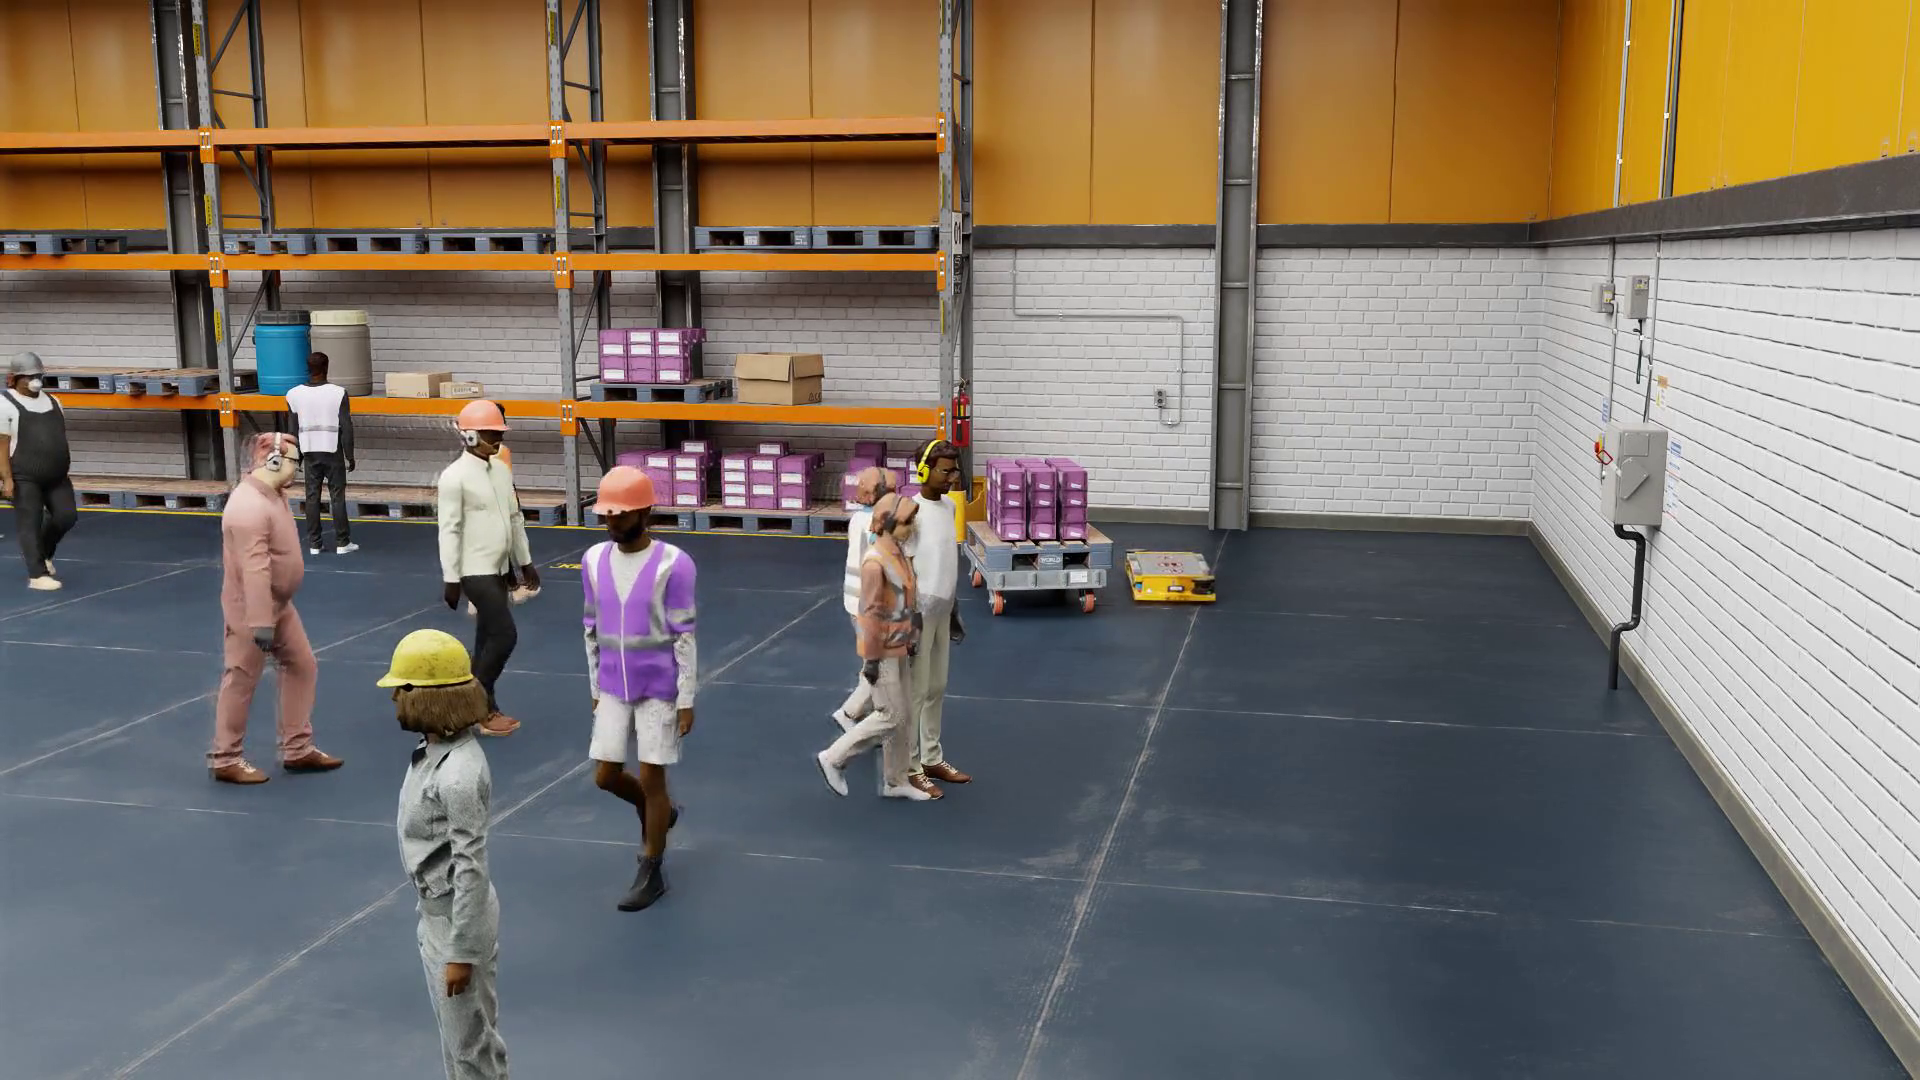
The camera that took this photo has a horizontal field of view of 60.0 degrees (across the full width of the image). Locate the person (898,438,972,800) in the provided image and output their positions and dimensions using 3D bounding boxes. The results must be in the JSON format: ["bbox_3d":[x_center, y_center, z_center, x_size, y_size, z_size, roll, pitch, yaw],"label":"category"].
[{"bbox_3d":[-0.140,0.399,8.672,0.329,1.865,0.508,5,11,30],"label":"person"}]

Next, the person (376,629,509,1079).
[{"bbox_3d":[-1.486,1.111,4.803,0.295,1.743,0.493,-5,11,-26],"label":"person"}]

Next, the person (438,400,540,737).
[{"bbox_3d":[-2.719,0.172,9.694,0.508,1.976,0.617,2,10,10],"label":"person"}]

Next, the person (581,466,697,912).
[{"bbox_3d":[-1.365,0.619,7.206,0.543,1.923,0.532,3,10,17],"label":"person"}]

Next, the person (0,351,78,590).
[{"bbox_3d":[-7.788,-0.592,14.012,0.584,2.000,0.690,5,11,25],"label":"person"}]

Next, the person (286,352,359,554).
[{"bbox_3d":[-6.015,-0.813,15.697,0.589,1.914,0.392,0,10,-2],"label":"person"}]

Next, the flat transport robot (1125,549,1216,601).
[{"bbox_3d":[1.758,0.286,14.038,0.652,0.197,1.431,0,10,2],"label":"flat transport robot"}]

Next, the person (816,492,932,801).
[{"bbox_3d":[-0.427,0.556,8.442,0.486,1.621,0.530,2,10,11],"label":"person"}]

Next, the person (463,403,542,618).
[{"bbox_3d":[-3.596,-0.247,13.081,0.551,1.658,0.824,9,13,44],"label":"person"}]

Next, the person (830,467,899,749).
[{"bbox_3d":[-0.504,0.394,9.383,0.402,1.617,0.530,-4,10,-21],"label":"person"}]

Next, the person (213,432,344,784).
[{"bbox_3d":[-3.654,0.364,8.857,0.760,1.859,0.759,-2,10,-9],"label":"person"}]

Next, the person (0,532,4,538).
[{"bbox_3d":[-9.808,-0.904,16.479,0.482,1.829,0.649,4,10,20],"label":"person"}]
